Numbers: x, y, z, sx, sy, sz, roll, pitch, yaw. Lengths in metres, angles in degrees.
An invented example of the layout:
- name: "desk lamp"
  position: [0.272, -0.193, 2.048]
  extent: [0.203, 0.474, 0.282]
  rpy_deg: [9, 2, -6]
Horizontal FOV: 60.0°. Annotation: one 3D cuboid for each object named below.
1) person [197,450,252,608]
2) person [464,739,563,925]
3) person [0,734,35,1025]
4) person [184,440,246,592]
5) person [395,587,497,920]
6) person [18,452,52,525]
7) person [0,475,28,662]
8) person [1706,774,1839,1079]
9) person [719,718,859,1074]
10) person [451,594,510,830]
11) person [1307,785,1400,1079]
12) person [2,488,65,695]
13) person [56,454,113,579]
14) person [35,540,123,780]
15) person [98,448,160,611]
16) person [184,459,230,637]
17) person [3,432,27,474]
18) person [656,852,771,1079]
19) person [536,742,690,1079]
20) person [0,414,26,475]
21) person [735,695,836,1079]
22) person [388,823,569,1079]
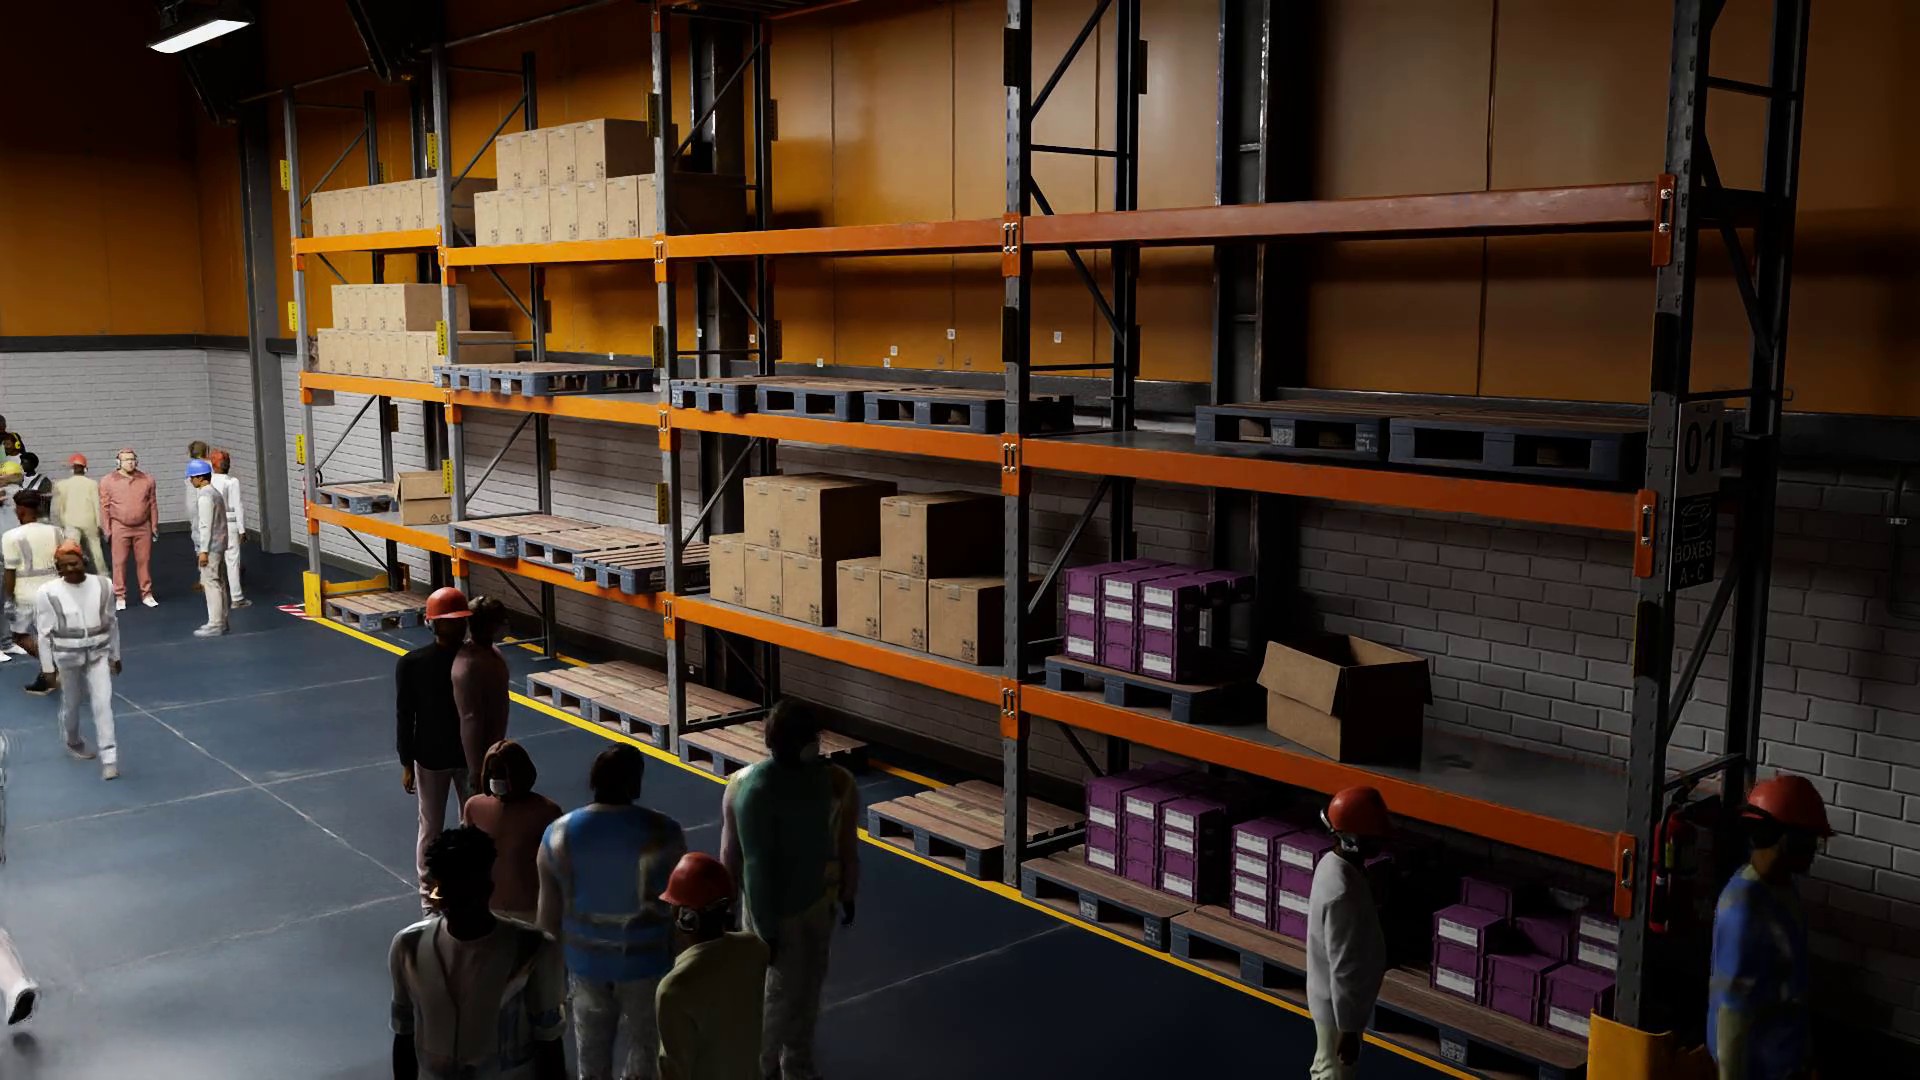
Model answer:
- name: "person"
  position: [-8.740, -0.123, 19.736]
  extent: [0.572, 1.886, 0.355]
  rpy_deg: [2, 8, 11]
- name: "person"
  position: [-2.078, 1.725, 7.761]
  extent: [0.506, 1.632, 0.268]
  rpy_deg: [1, 8, 9]
- name: "person"
  position: [-4.914, 1.536, 8.114]
  extent: [0.578, 1.906, 0.610]
  rpy_deg: [3, 9, 18]
- name: "person"
  position: [-9.330, -0.289, 20.758]
  extent: [0.639, 1.923, 0.649]
  rpy_deg: [3, 9, 22]
- name: "person"
  position: [-2.970, 1.263, 9.721]
  extent: [0.611, 1.997, 0.375]
  rpy_deg: [-5, 10, -33]
- name: "person"
  position: [-12.057, -0.302, 21.633]
  extent: [0.535, 1.697, 0.318]
  rpy_deg: [1, 8, 9]
- name: "person"
  position: [-9.767, 0.271, 16.928]
  extent: [0.407, 1.908, 0.641]
  rpy_deg: [1, 8, 4]
- name: "person"
  position: [2.823, 1.807, 5.920]
  extent: [0.708, 2.020, 0.610]
  rpy_deg: [5, 10, 34]
- name: "person"
  position: [-0.779, 1.645, 7.652]
  extent: [0.641, 1.826, 0.429]
  rpy_deg: [-1, 8, -7]
- name: "person"
  position: [-2.822, 1.274, 9.850]
  extent: [0.351, 1.936, 0.634]
  rpy_deg: [-1, 8, -5]
- name: "person"
  position: [1.554, 1.827, 6.636]
  extent: [0.343, 1.749, 0.572]
  rpy_deg: [1, 8, 10]
- name: "person"
  position: [-8.445, 0.492, 15.251]
  extent: [0.567, 1.943, 0.631]
  rpy_deg: [3, 9, 21]
- name: "person"
  position: [-11.197, -0.240, 21.209]
  extent: [0.574, 1.694, 0.916]
  rpy_deg: [-1, 8, -5]
- name: "person"
  position: [-6.825, 0.893, 12.870]
  extent: [0.603, 1.850, 0.949]
  rpy_deg: [-8, 11, -43]
- name: "person"
  position: [-9.824, -0.132, 19.710]
  extent: [0.642, 1.913, 0.409]
  rpy_deg: [-7, 11, -41]
- name: "person"
  position: [-8.210, 0.082, 18.175]
  extent: [0.419, 1.933, 0.615]
  rpy_deg: [-2, 9, -16]
- name: "person"
  position: [-12.884, -0.542, 22.707]
  extent: [0.510, 1.871, 0.328]
  rpy_deg: [4, 9, 25]
- name: "person"
  position: [-0.888, 1.945, 5.819]
  extent: [0.325, 1.752, 0.560]
  rpy_deg: [4, 9, 26]
- name: "person"
  position: [-1.442, 1.757, 6.886]
  extent: [0.668, 1.822, 0.574]
  rpy_deg: [1, 8, 4]
- name: "person"
  position: [-13.874, -0.823, 24.063]
  extent: [0.688, 2.000, 0.537]
  rpy_deg: [-5, 10, -31]
- name: "person"
  position: [-0.749, 1.631, 7.368]
  extent: [0.360, 1.936, 0.634]
  rpy_deg: [4, 9, 24]
- name: "person"
  position: [-1.600, 1.887, 5.522]
  extent: [0.606, 1.957, 0.373]
  rpy_deg: [1, 8, 6]
